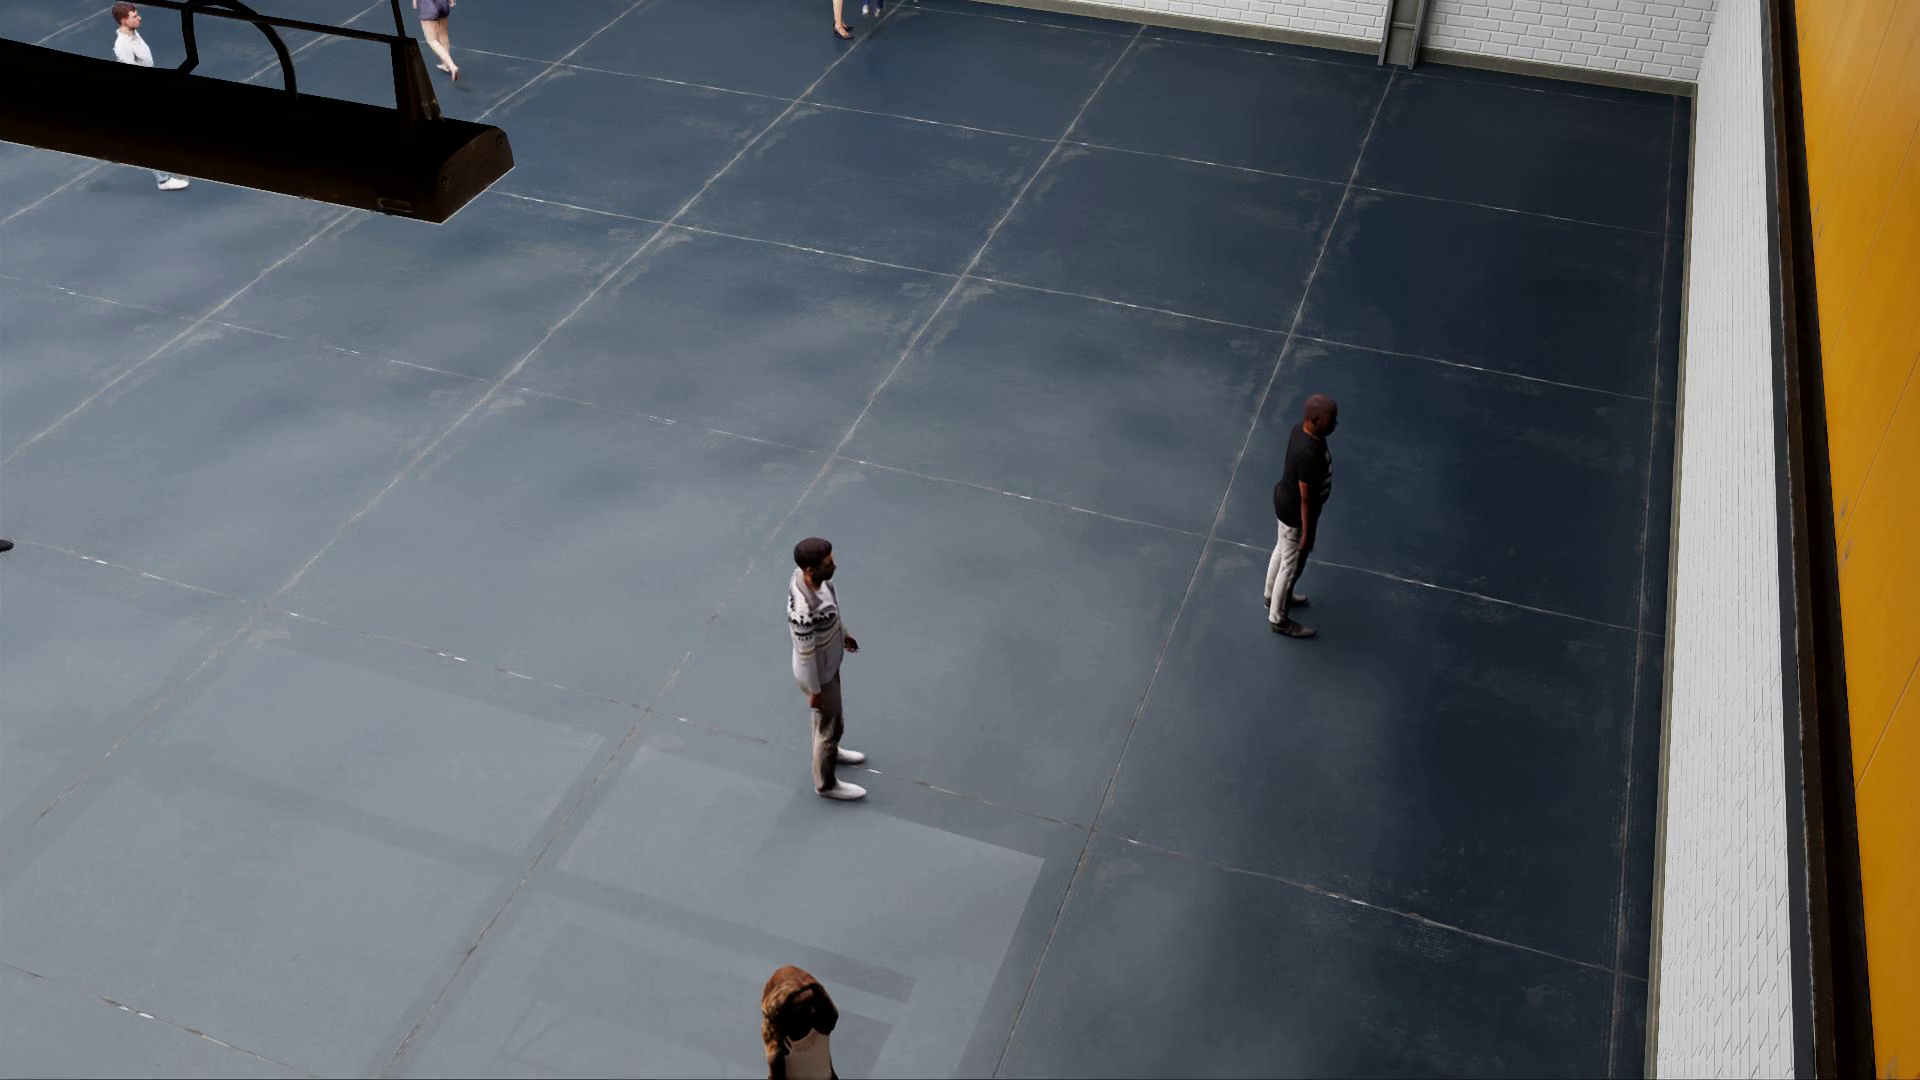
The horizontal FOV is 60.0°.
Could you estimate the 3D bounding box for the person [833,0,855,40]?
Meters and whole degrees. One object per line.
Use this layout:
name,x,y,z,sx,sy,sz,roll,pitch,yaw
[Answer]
person,-1.375,-6.662,19.075,0.634,1.749,0.637,-3,39,-3

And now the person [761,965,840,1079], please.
person,-0.736,2.520,7.569,0.555,1.759,0.598,21,43,24

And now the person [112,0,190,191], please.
person,-7.905,-4.225,15.951,0.810,1.840,0.790,-6,39,-7

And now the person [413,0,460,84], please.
person,-5.680,-5.783,18.071,0.989,1.628,0.801,30,48,32

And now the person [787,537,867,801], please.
person,-0.861,0.706,9.764,0.769,1.856,0.781,0,39,0

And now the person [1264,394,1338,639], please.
person,2.213,-0.182,10.918,0.701,1.803,0.727,2,39,3
